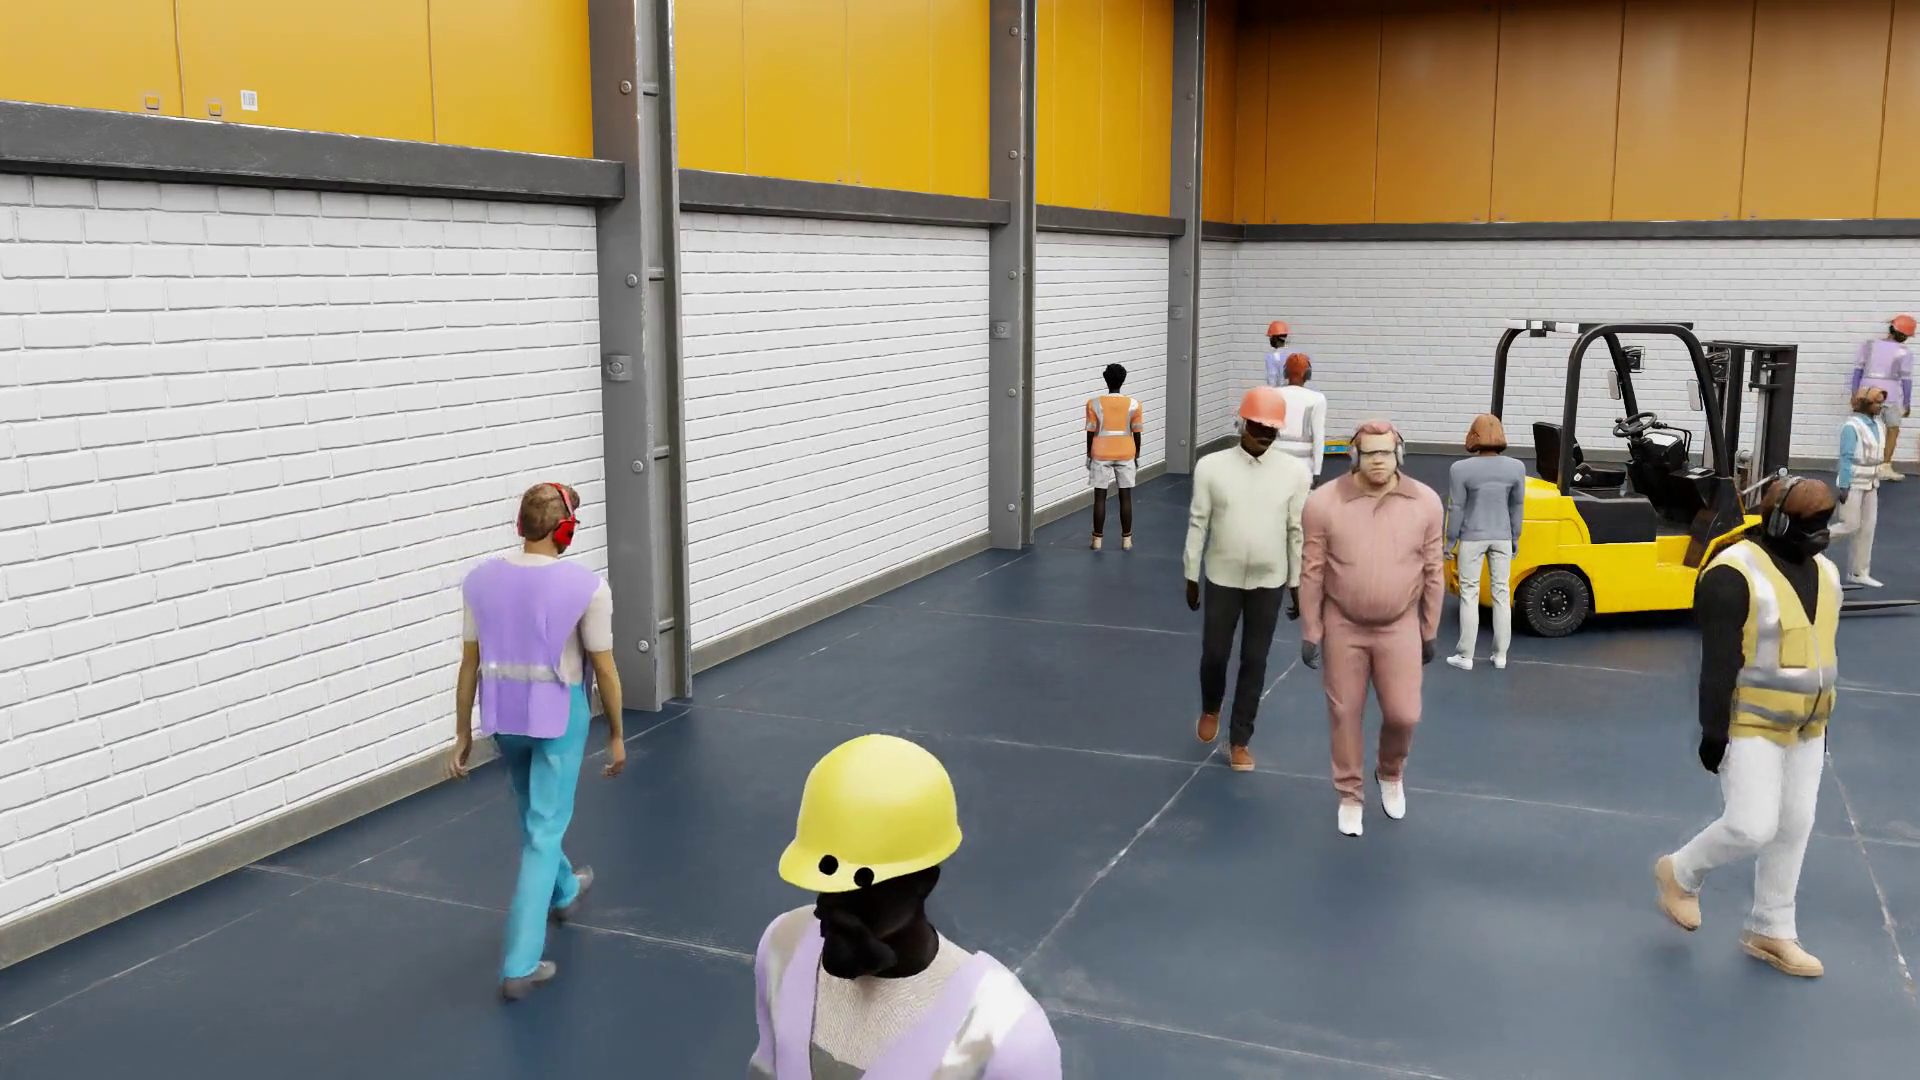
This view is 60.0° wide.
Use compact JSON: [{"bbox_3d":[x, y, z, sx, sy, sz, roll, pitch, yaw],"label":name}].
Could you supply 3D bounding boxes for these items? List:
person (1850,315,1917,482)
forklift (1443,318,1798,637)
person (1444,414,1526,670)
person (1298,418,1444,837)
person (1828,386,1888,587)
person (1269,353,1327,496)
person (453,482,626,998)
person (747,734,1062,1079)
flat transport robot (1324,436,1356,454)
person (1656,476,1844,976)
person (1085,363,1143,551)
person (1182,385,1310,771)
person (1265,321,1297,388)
[{"bbox_3d":[10.985,-1.679,19.817,0.411,1.986,0.722,-9,13,-42],"label":"person"},{"bbox_3d":[4.706,-0.497,11.990,2.313,2.155,1.214,-2,10,-10],"label":"forklift"},{"bbox_3d":[3.329,0.015,10.580,0.497,1.634,0.287,-1,9,-5],"label":"person"},{"bbox_3d":[1.843,0.397,7.477,0.655,1.894,0.418,2,9,9],"label":"person"},{"bbox_3d":[7.164,-0.442,13.412,0.518,1.618,0.583,-6,11,-33],"label":"person"},{"bbox_3d":[2.779,-0.634,13.860,0.591,1.837,0.946,4,10,25],"label":"person"},{"bbox_3d":[-1.514,0.679,6.112,0.594,1.778,0.979,2,10,14],"label":"person"},{"bbox_3d":[-0.067,1.197,2.648,0.891,1.894,0.587,-9,13,-44],"label":"person"},{"bbox_3d":[4.856,-1.271,22.497,1.431,0.197,0.652,-4,10,-22],"label":"flat transport robot"},{"bbox_3d":[2.925,0.660,6.083,0.637,1.825,0.518,-4,10,-23],"label":"person"},{"bbox_3d":[1.384,-0.743,15.007,0.532,1.691,0.318,-1,9,-4],"label":"person"},{"bbox_3d":[1.459,0.185,8.516,0.628,1.972,0.548,0,9,3],"label":"person"},{"bbox_3d":[3.805,-1.703,20.199,0.561,1.890,0.942,-6,11,-34],"label":"person"}]
